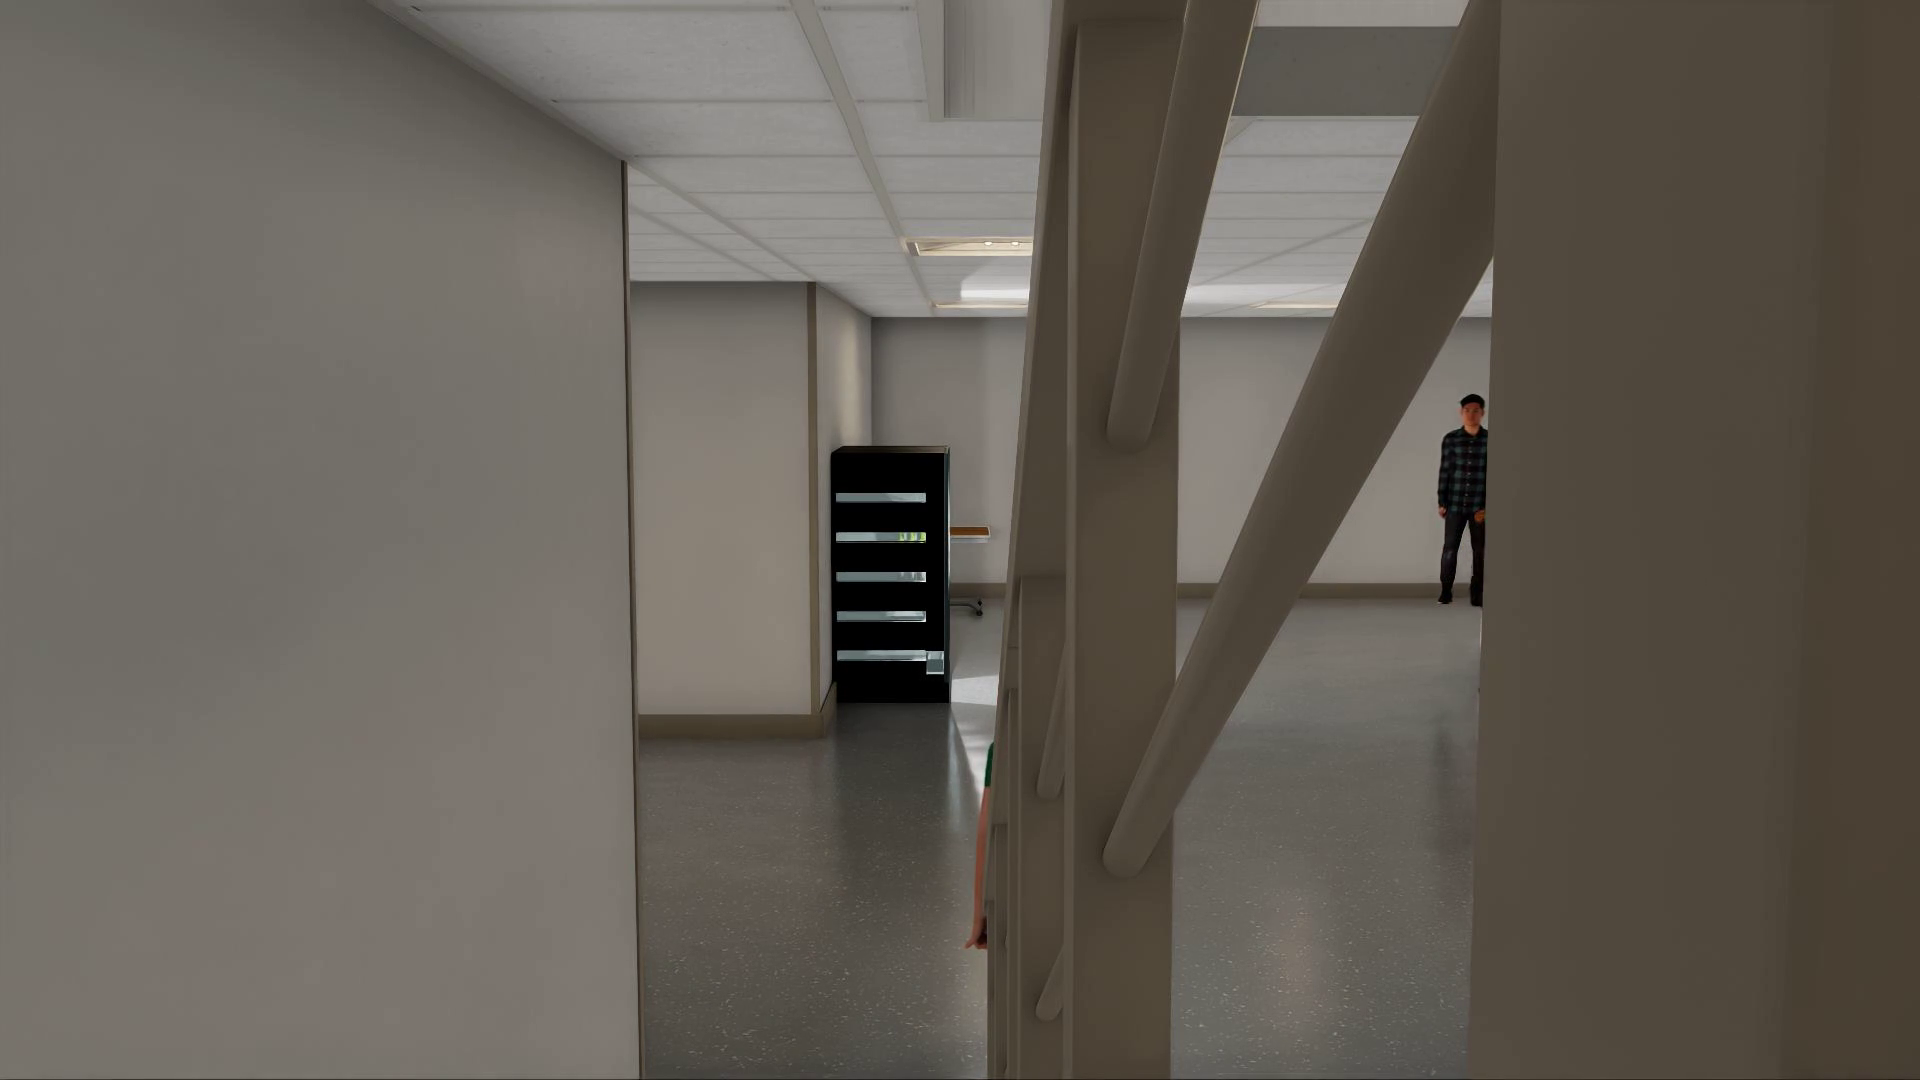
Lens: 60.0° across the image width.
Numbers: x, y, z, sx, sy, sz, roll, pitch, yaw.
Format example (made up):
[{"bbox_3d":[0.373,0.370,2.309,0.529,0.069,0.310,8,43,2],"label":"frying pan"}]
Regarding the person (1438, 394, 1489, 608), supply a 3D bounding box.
[{"bbox_3d":[4.082,-0.325,13.376,0.735,1.707,0.674,2,6,22],"label":"person"}]
